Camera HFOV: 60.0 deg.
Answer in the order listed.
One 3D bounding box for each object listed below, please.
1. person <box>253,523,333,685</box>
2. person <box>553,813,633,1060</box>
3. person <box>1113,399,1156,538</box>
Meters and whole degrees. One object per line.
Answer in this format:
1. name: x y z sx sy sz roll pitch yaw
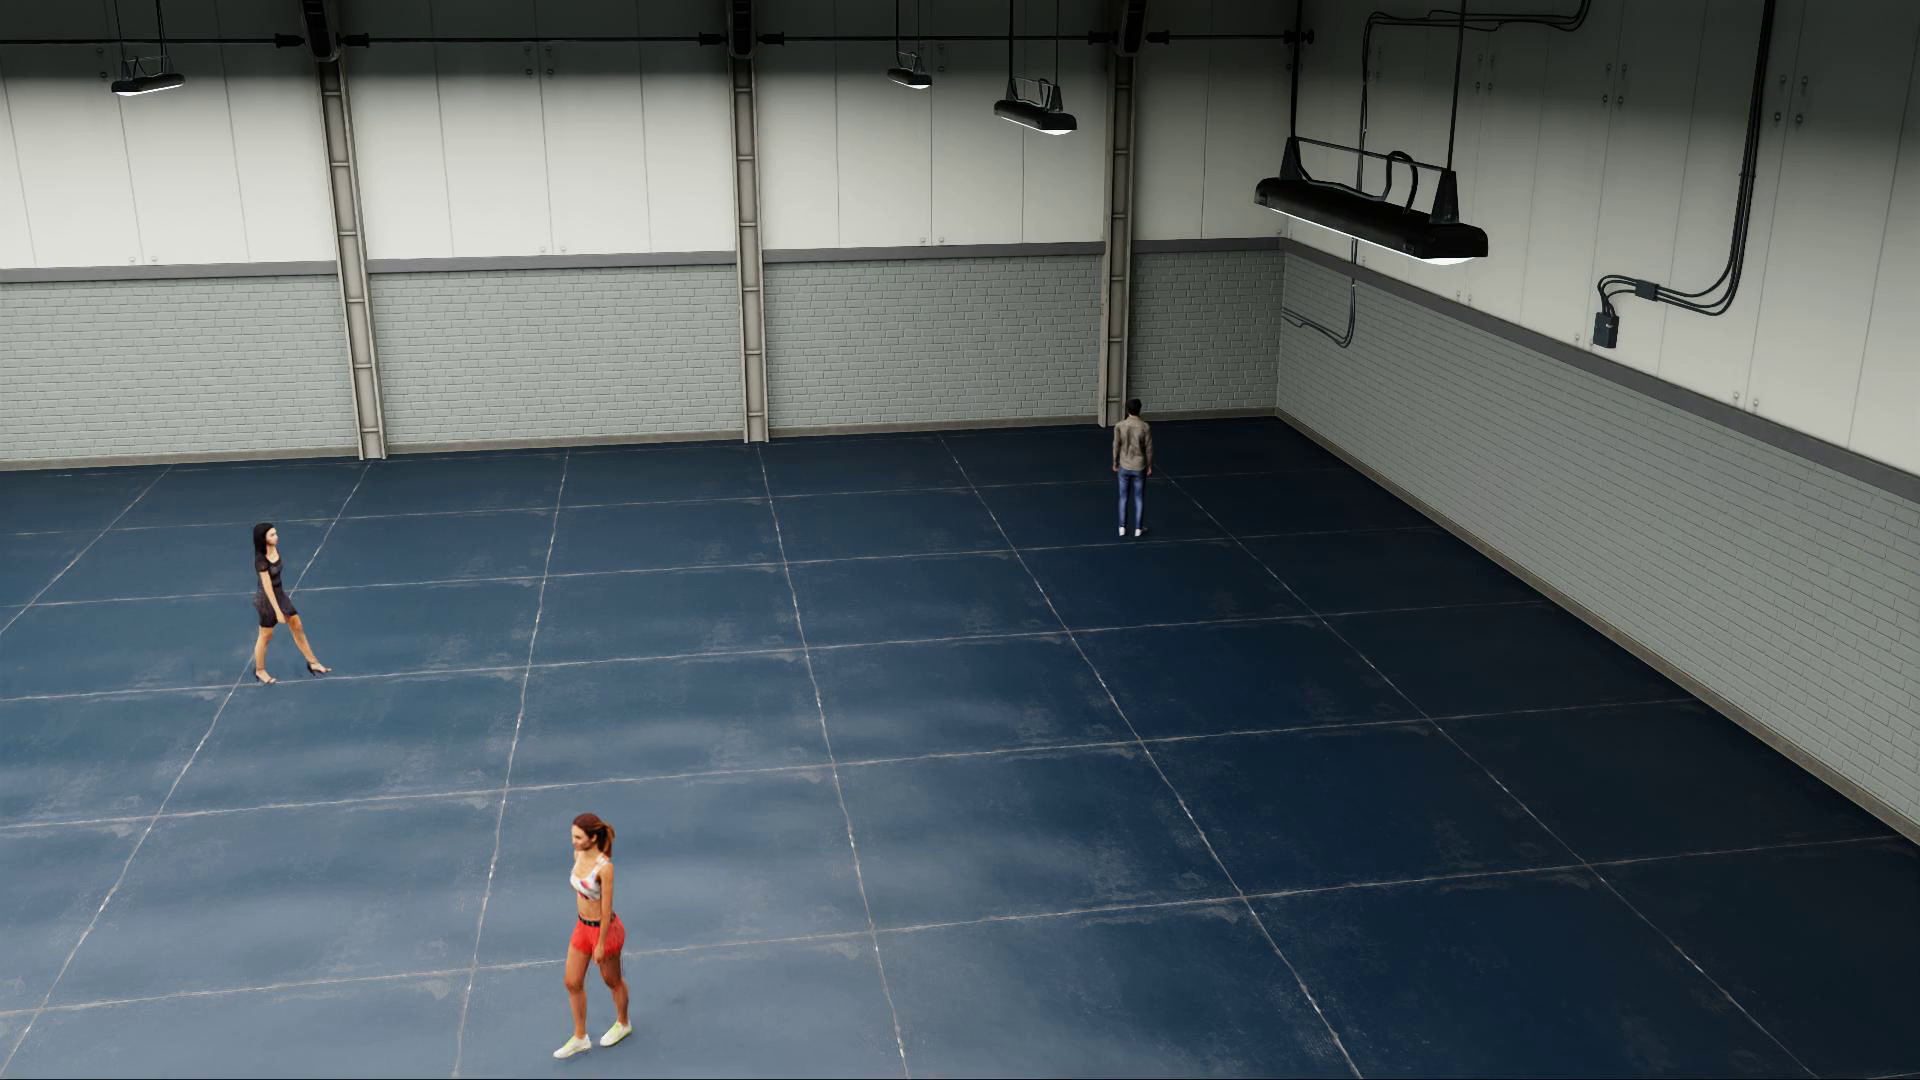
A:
1. person: -7.220 0.691 17.245 1.040 1.753 0.750 0 18 -1
2. person: -2.375 2.628 11.262 0.840 1.775 0.929 15 23 39
3. person: 2.295 -0.968 22.160 0.671 1.864 0.842 4 19 13
